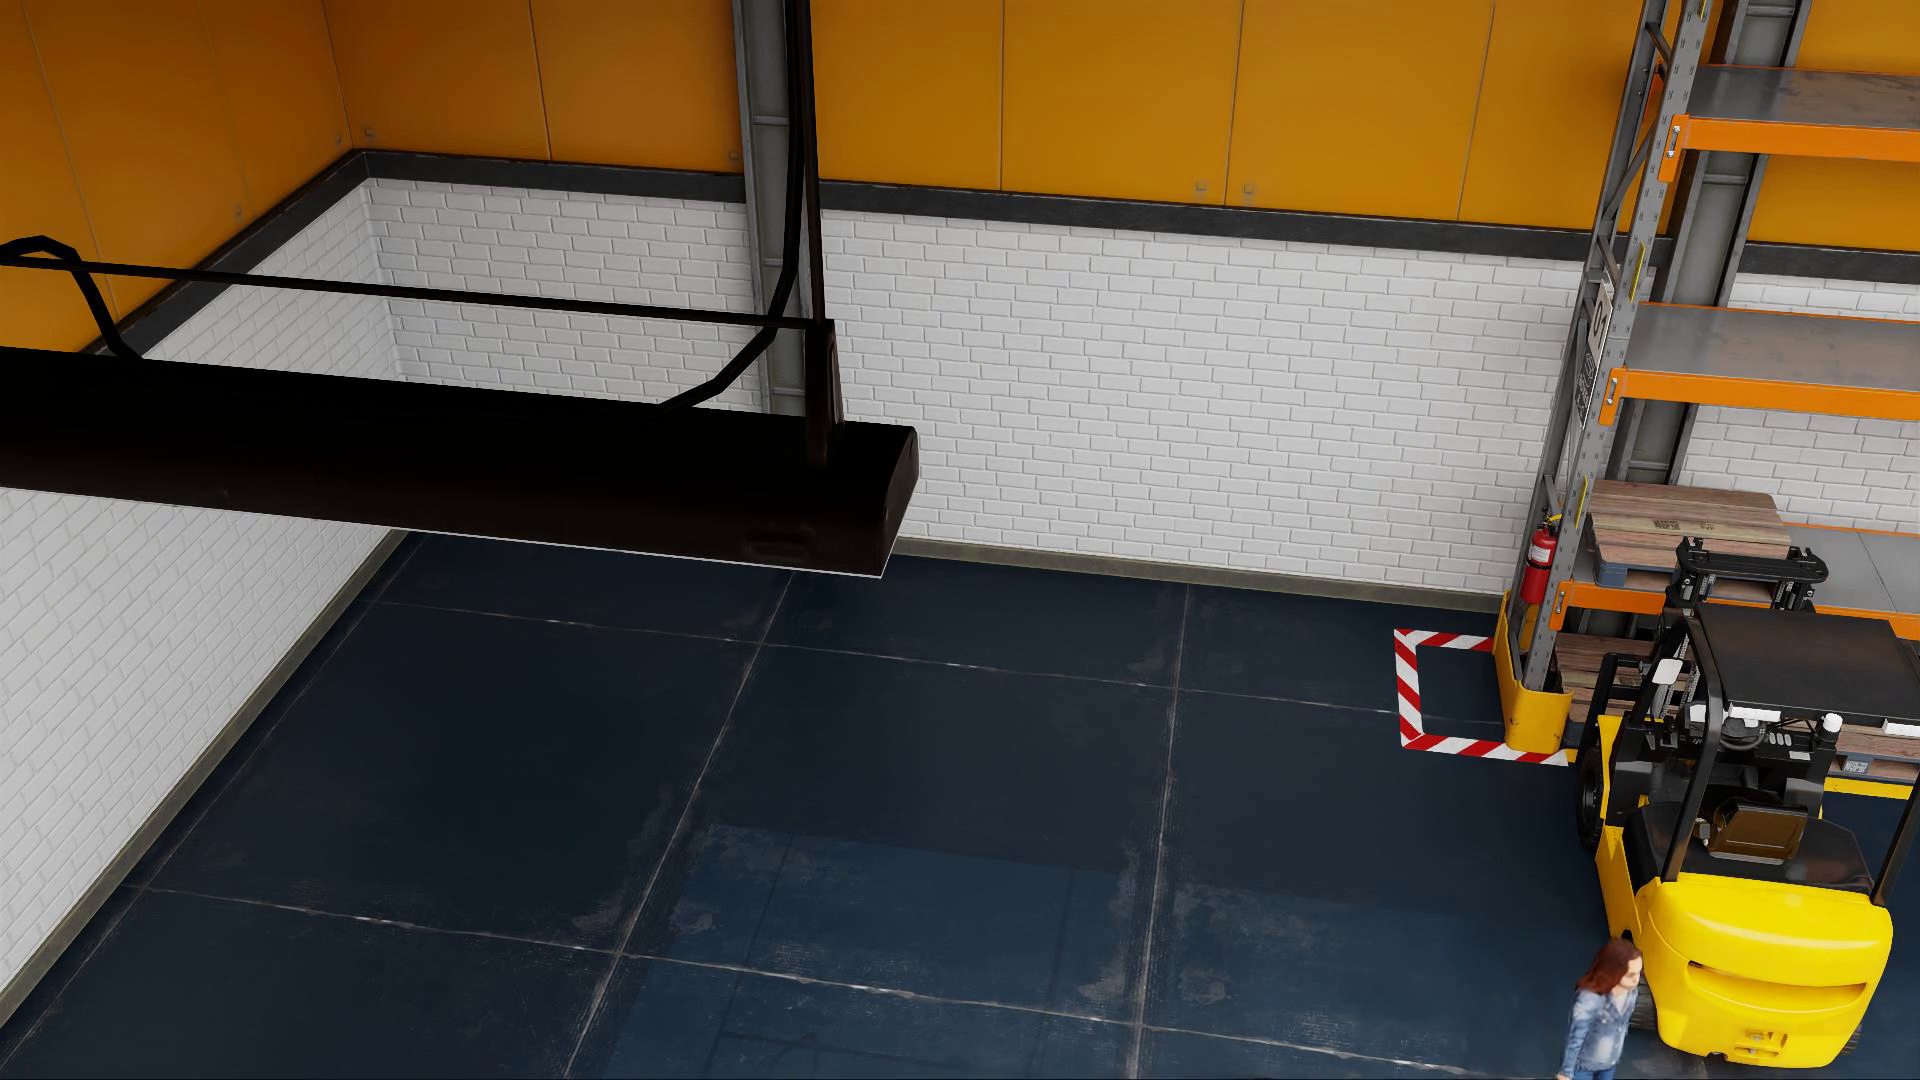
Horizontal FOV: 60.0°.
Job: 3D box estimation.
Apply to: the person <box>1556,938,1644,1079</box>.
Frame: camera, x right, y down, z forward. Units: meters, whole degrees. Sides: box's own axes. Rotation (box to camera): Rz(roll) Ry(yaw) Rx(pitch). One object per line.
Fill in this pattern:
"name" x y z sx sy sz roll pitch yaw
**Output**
"person" 3.029 2.472 8.127 0.800 1.470 0.849 -17 37 -24
